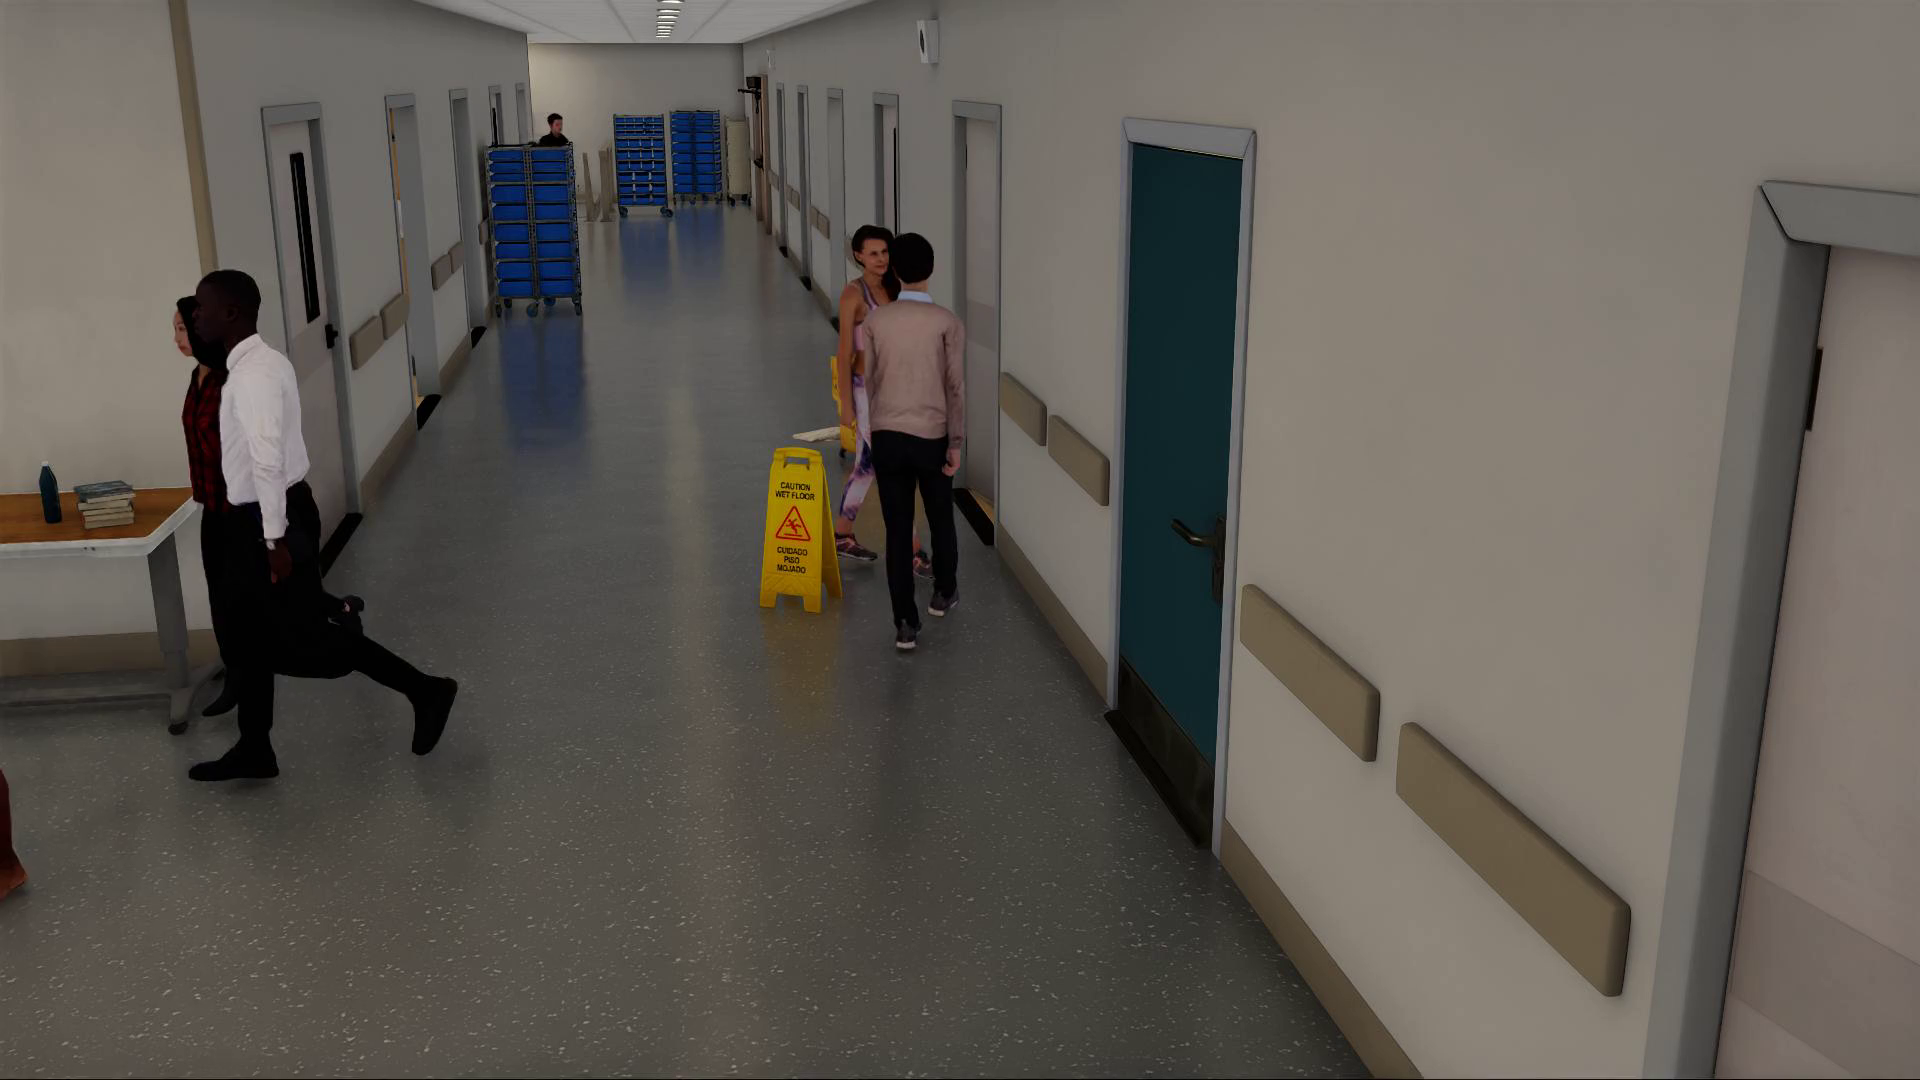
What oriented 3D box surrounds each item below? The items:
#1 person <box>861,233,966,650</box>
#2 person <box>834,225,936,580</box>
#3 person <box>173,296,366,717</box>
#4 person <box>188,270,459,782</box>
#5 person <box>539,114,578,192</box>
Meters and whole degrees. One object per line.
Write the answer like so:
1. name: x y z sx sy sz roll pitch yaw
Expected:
1. person: -0.233 -0.400 7.222 0.787 1.781 0.998 2 16 8
2. person: -0.502 -0.673 8.279 1.041 1.734 1.022 7 17 23
3. person: -2.773 -0.144 6.596 0.978 1.629 1.045 11 19 33
4. person: -2.291 -0.017 5.824 0.867 1.803 1.150 -5 17 -18
5. person: -5.586 -4.865 22.821 0.911 1.911 0.857 11 19 33
